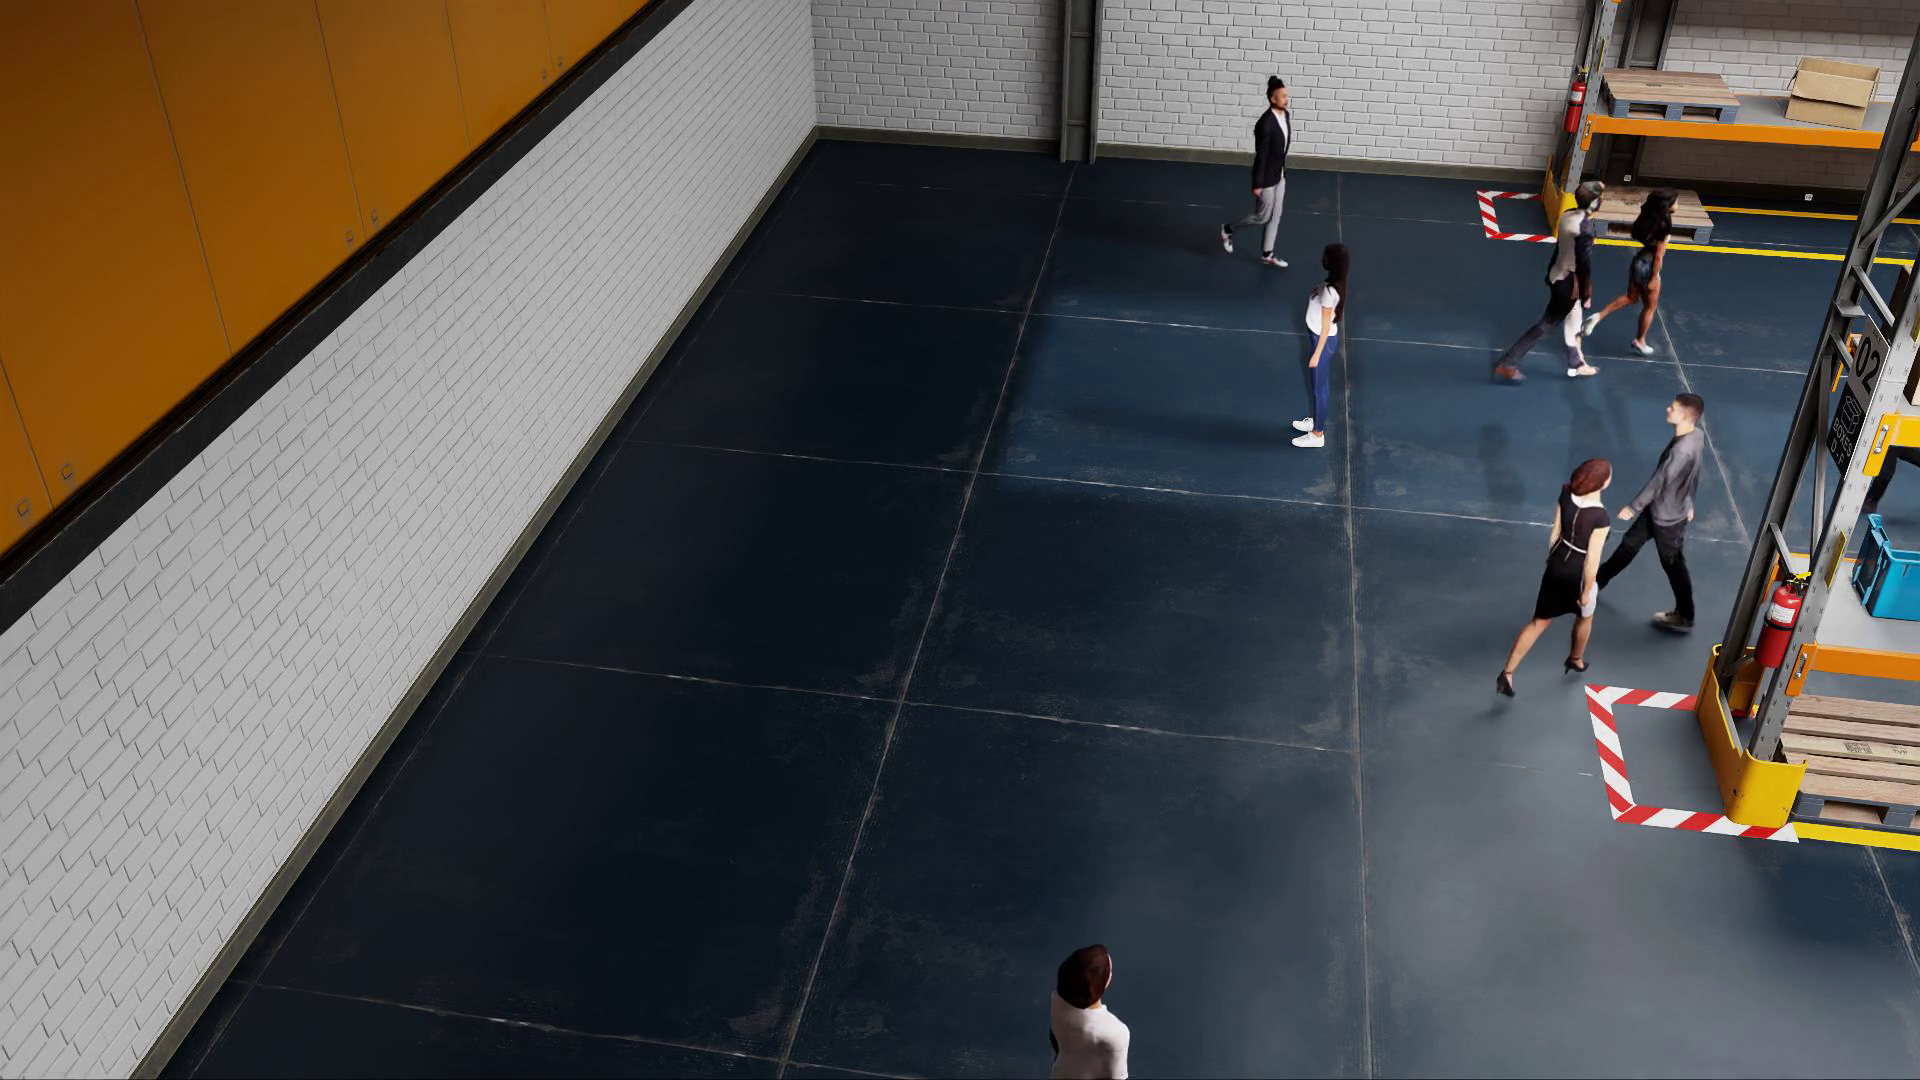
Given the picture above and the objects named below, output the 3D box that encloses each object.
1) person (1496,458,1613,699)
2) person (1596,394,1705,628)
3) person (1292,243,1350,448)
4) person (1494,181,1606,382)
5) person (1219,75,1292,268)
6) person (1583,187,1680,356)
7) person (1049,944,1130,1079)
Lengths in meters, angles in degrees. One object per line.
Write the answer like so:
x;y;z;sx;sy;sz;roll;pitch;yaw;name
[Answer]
3.858;0.294;10.721;1.175;1.756;1.062;-18;38;-25;person
4.950;-0.147;11.426;1.218;1.709;0.863;15;37;22;person
2.964;-1.588;13.533;0.540;1.776;0.604;9;35;13;person
5.138;-2.182;14.362;1.240;1.848;0.800;2;34;3;person
2.989;-3.663;16.509;1.111;1.937;0.958;21;39;28;person
6.066;-2.395;14.901;0.931;1.606;0.655;1;34;1;person
0.488;2.519;7.367;1.013;1.763;0.998;28;43;36;person
